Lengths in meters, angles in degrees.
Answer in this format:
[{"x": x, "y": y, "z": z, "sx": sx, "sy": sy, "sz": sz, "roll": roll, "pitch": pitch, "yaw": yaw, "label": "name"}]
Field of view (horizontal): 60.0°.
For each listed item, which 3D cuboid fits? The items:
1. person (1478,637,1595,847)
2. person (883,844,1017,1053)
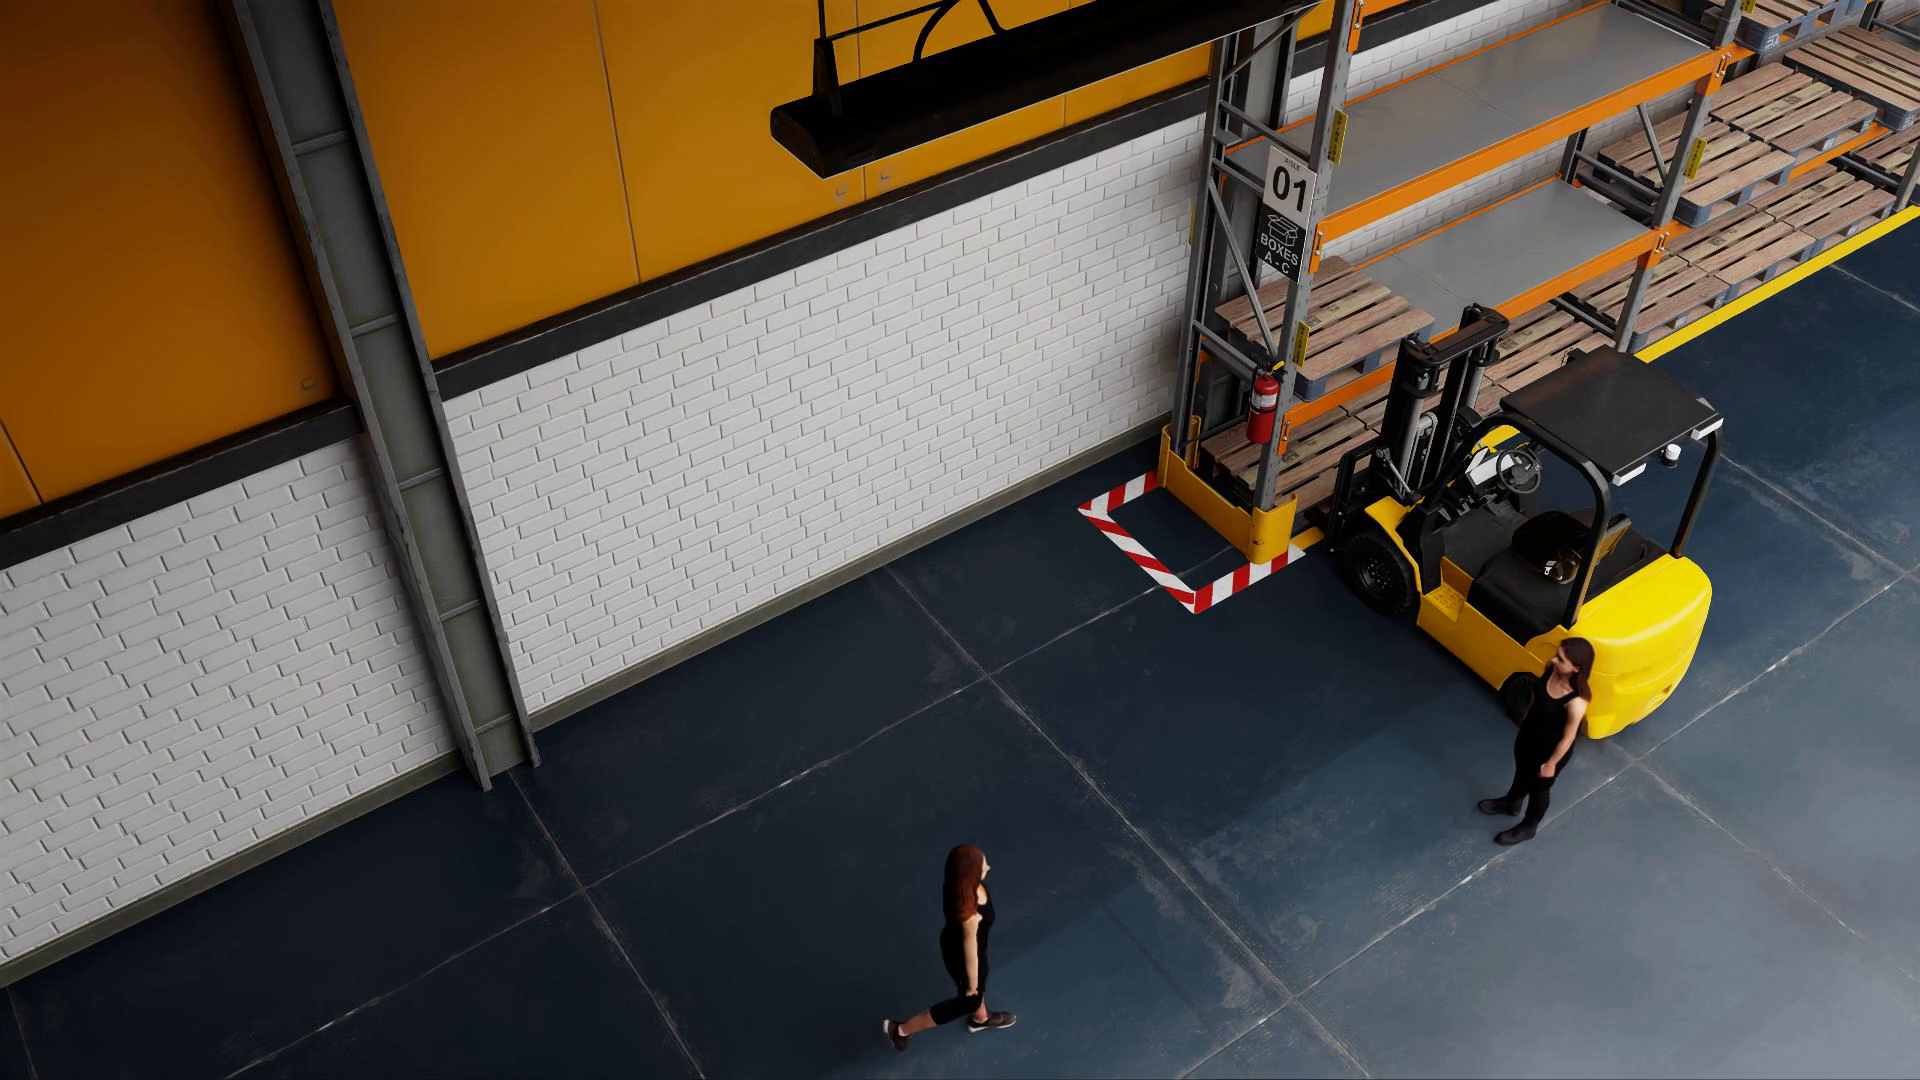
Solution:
[{"x": 3.437, "y": 1.170, "z": 9.769, "sx": 0.694, "sy": 1.688, "sz": 0.672, "roll": -4, "pitch": 44, "yaw": -5, "label": "person"}, {"x": -0.056, "y": 2.165, "z": 8.710, "sx": 1.066, "sy": 1.708, "sz": 0.850, "roll": -7, "pitch": 44, "yaw": -7, "label": "person"}]
